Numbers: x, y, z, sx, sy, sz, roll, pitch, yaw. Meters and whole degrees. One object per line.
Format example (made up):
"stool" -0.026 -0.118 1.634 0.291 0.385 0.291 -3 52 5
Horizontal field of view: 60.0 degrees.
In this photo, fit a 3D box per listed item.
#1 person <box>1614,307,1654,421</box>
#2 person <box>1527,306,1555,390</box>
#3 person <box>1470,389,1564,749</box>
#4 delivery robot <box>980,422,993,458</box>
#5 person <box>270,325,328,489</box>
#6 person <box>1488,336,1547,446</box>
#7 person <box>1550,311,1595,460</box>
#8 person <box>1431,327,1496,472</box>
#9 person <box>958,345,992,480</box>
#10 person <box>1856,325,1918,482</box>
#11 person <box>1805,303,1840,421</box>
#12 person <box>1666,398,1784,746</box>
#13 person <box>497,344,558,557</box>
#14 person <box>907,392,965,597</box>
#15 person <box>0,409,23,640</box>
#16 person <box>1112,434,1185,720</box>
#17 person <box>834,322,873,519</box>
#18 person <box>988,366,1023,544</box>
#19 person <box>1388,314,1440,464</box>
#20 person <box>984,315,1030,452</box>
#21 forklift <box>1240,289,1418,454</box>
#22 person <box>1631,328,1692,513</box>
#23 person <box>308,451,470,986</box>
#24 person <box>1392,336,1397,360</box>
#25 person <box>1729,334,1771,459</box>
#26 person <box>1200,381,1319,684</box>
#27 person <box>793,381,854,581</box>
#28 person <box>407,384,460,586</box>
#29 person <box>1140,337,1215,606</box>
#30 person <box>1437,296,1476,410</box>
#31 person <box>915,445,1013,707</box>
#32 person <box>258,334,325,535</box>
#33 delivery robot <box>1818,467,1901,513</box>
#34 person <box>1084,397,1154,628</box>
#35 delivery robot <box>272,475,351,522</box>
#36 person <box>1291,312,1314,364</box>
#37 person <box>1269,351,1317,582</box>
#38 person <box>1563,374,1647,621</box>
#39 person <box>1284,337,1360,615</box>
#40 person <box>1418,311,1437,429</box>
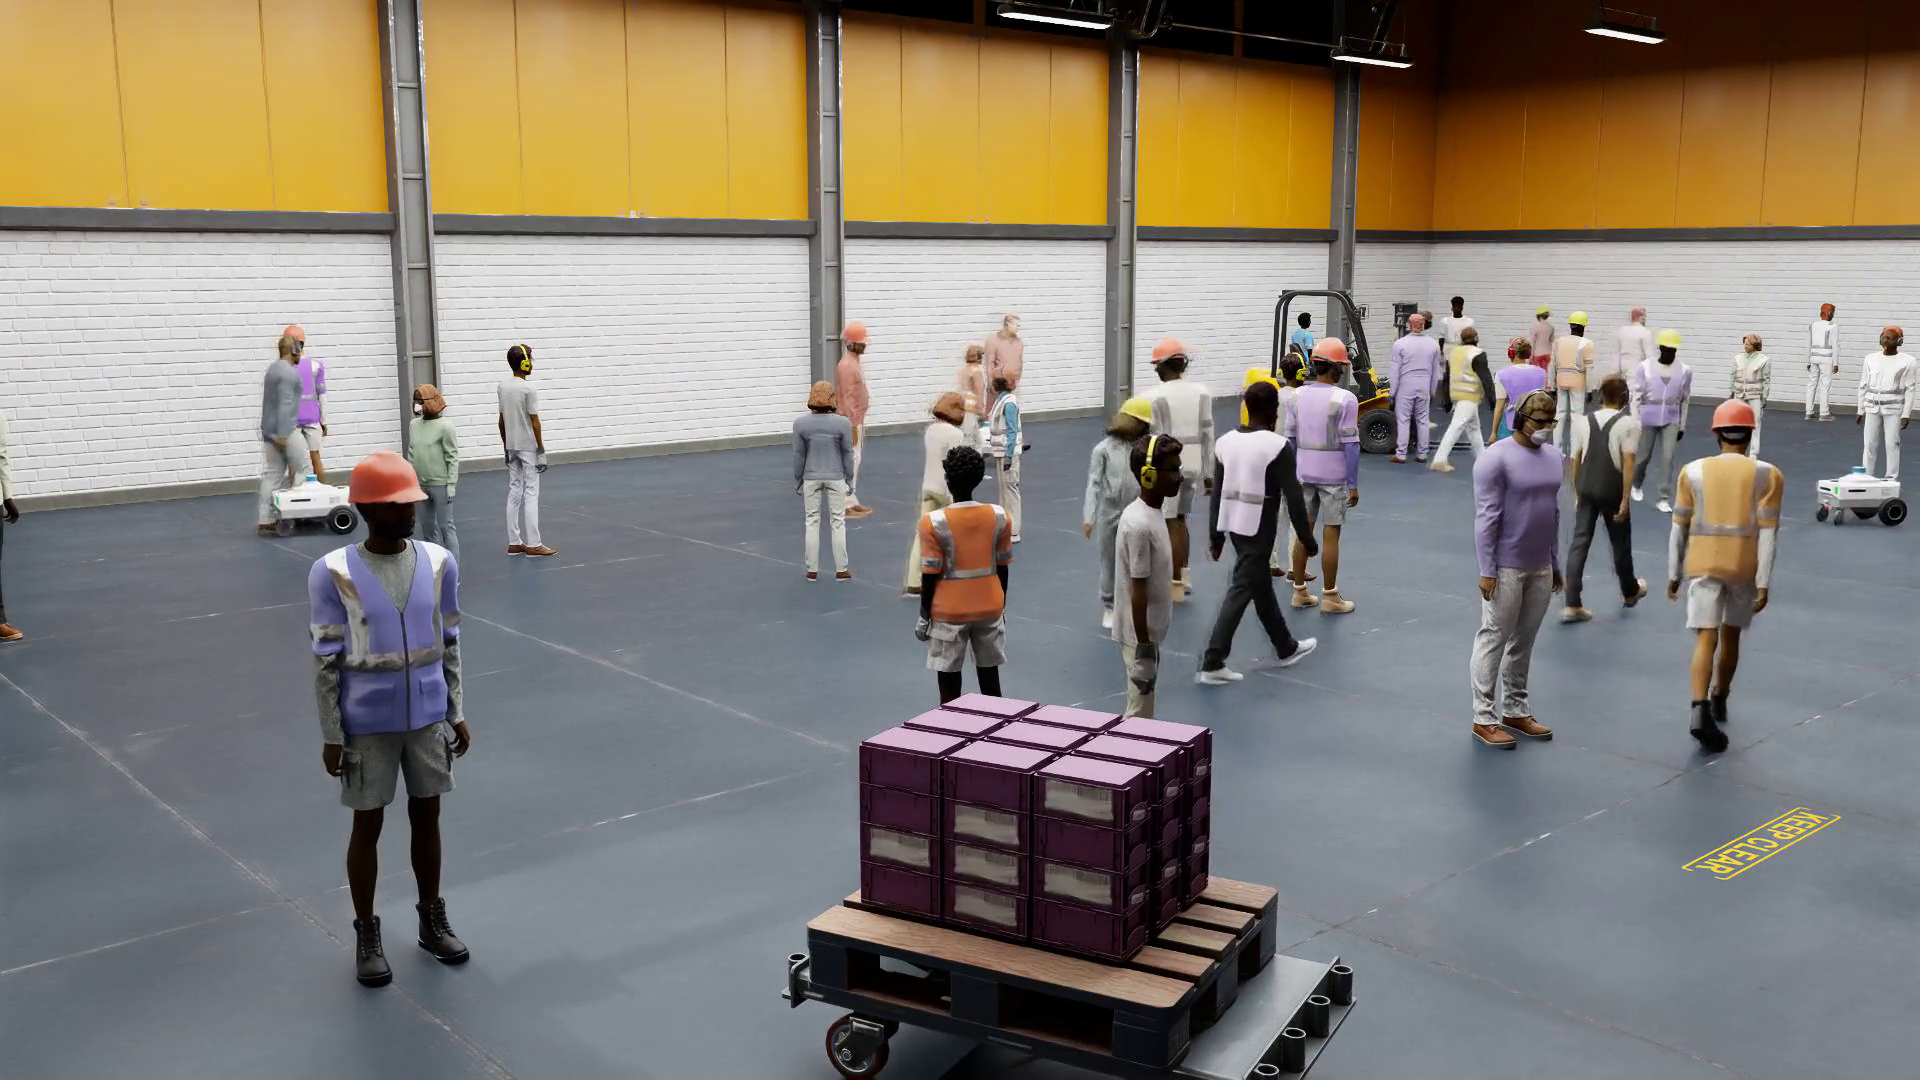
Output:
"person" 10.248 -2.606 25.348 0.982 1.872 0.651 -3 10 -15
"person" 10.380 -3.316 29.794 0.542 1.750 0.367 -3 10 -19
"person" 3.026 0.147 8.994 0.627 1.934 0.371 -6 11 -32
"delivery robot" 0.338 -1.243 20.888 0.707 0.478 0.477 2 10 13
"person" -6.798 -1.240 17.105 0.552 1.935 0.374 -7 12 -35
"person" 5.504 -1.079 16.422 0.563 1.847 0.389 -3 10 -16
"person" 7.940 -1.996 21.555 0.385 1.925 0.592 -8 12 -38
"person" 6.213 -1.724 20.431 0.988 1.777 0.640 -2 10 -13
"person" 0.030 -1.482 19.520 0.652 1.598 0.594 -3 10 -19
"person" 10.100 -1.398 18.184 0.356 1.884 0.574 -7 12 -37
"person" 13.841 -2.852 26.686 0.355 1.887 0.573 -4 11 -24
"person" 4.167 0.170 9.115 0.557 1.866 1.028 5 11 26
"person" -3.825 -0.777 14.621 0.513 1.862 0.328 6 12 33
"person" -0.077 -0.360 12.954 0.844 1.581 0.517 -7 12 -36
"person" -6.671 -0.267 11.237 0.397 1.992 0.621 5 11 26
"person" 0.829 0.461 7.359 0.310 1.863 0.532 1 10 8
"person" -1.099 -1.199 16.800 0.420 1.968 0.651 0 10 1
"person" 0.418 -0.777 15.272 0.315 1.636 0.515 -2 10 -9
"person" 5.768 -1.924 21.202 0.645 1.906 0.405 -2 10 -10
"person" 0.610 -2.115 22.511 0.656 1.837 1.027 -5 11 -27
"forklift" 5.034 -2.339 22.783 2.313 2.155 1.214 3 10 16
"person" 7.286 -1.264 17.365 0.596 1.900 0.797 2 10 10
"person" -2.063 0.640 6.084 0.551 1.940 0.352 -8 12 -39
"person" 6.712 -2.525 25.132 0.320 1.765 0.533 -2 10 -10
"person" 10.182 -1.836 21.472 0.313 1.637 0.513 -7 12 -37
"person" 1.885 -0.054 10.376 1.016 1.863 0.588 -5 11 -29
"person" -1.103 -0.474 13.503 0.498 1.634 0.280 1 10 3
"person" -4.192 -0.425 13.216 0.507 1.632 0.275 6 11 30
"person" 1.607 -0.515 12.610 0.650 2.017 0.570 -5 11 -25
"person" 8.454 -3.173 28.355 0.608 1.957 0.401 4 11 23
"person" 0.020 0.372 8.365 0.531 1.698 0.320 -5 11 -27
"person" -6.446 -1.004 15.873 0.724 1.883 0.654 -8 13 -41
"delivery robot" 8.875 -0.481 16.426 0.707 0.478 0.477 -1 10 -5
"person" 1.123 -0.154 11.501 0.537 1.671 0.941 -1 10 -3
"delivery robot" -6.155 -0.376 15.813 0.707 0.478 0.477 -5 11 -26
"person" 5.756 -2.967 27.916 0.318 1.697 0.534 -4 11 -23
"person" 2.678 -0.592 13.507 0.313 1.869 0.539 -9 13 -43
"person" 4.715 -0.317 12.158 1.064 1.773 0.526 -9 13 -43
"person" 2.693 -0.469 12.285 0.382 2.040 0.616 -9 13 -42
"person" 6.992 -2.609 25.550 0.664 1.804 0.642 1 10 6
